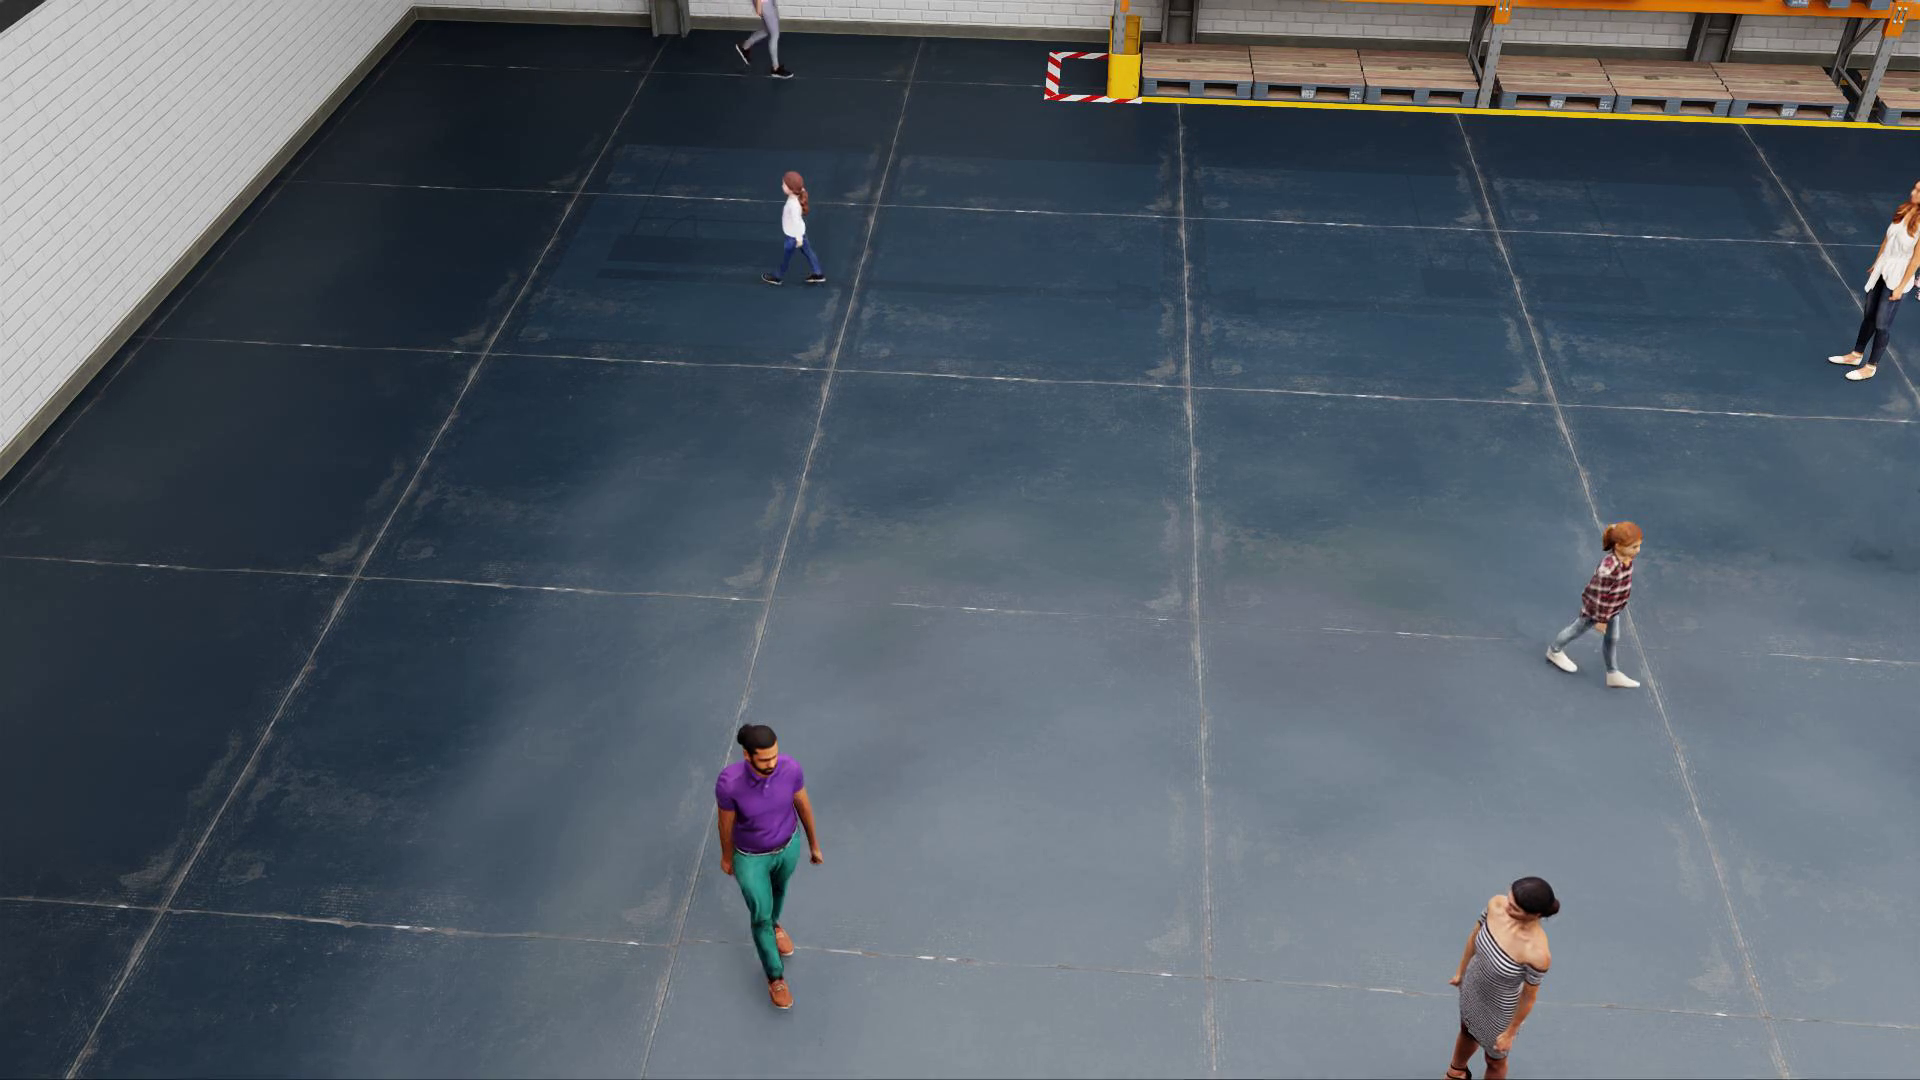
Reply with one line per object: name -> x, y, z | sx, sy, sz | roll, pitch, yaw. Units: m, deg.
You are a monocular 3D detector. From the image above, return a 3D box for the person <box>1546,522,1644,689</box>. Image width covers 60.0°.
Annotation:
person -> 4.092, 0.372, 10.758 | 0.861, 1.280, 0.930 | -30, 47, -32

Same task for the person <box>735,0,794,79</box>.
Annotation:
person -> -2.215, -5.949, 18.331 | 0.950, 1.709, 0.643 | 9, 40, 11

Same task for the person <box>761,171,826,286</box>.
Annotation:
person -> -1.409, -2.759, 14.839 | 0.801, 1.080, 0.493 | 0, 39, 0

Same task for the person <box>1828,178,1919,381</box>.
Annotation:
person -> 7.569, -2.126, 13.482 | 0.575, 1.785, 0.626 | -3, 39, -4

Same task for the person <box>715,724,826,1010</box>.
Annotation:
person -> -1.064, 1.583, 8.863 | 0.975, 1.753, 0.995 | -19, 42, -22

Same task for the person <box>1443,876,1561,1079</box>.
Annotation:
person -> 2.582, 2.218, 8.011 | 0.684, 1.824, 0.678 | -14, 41, -17
